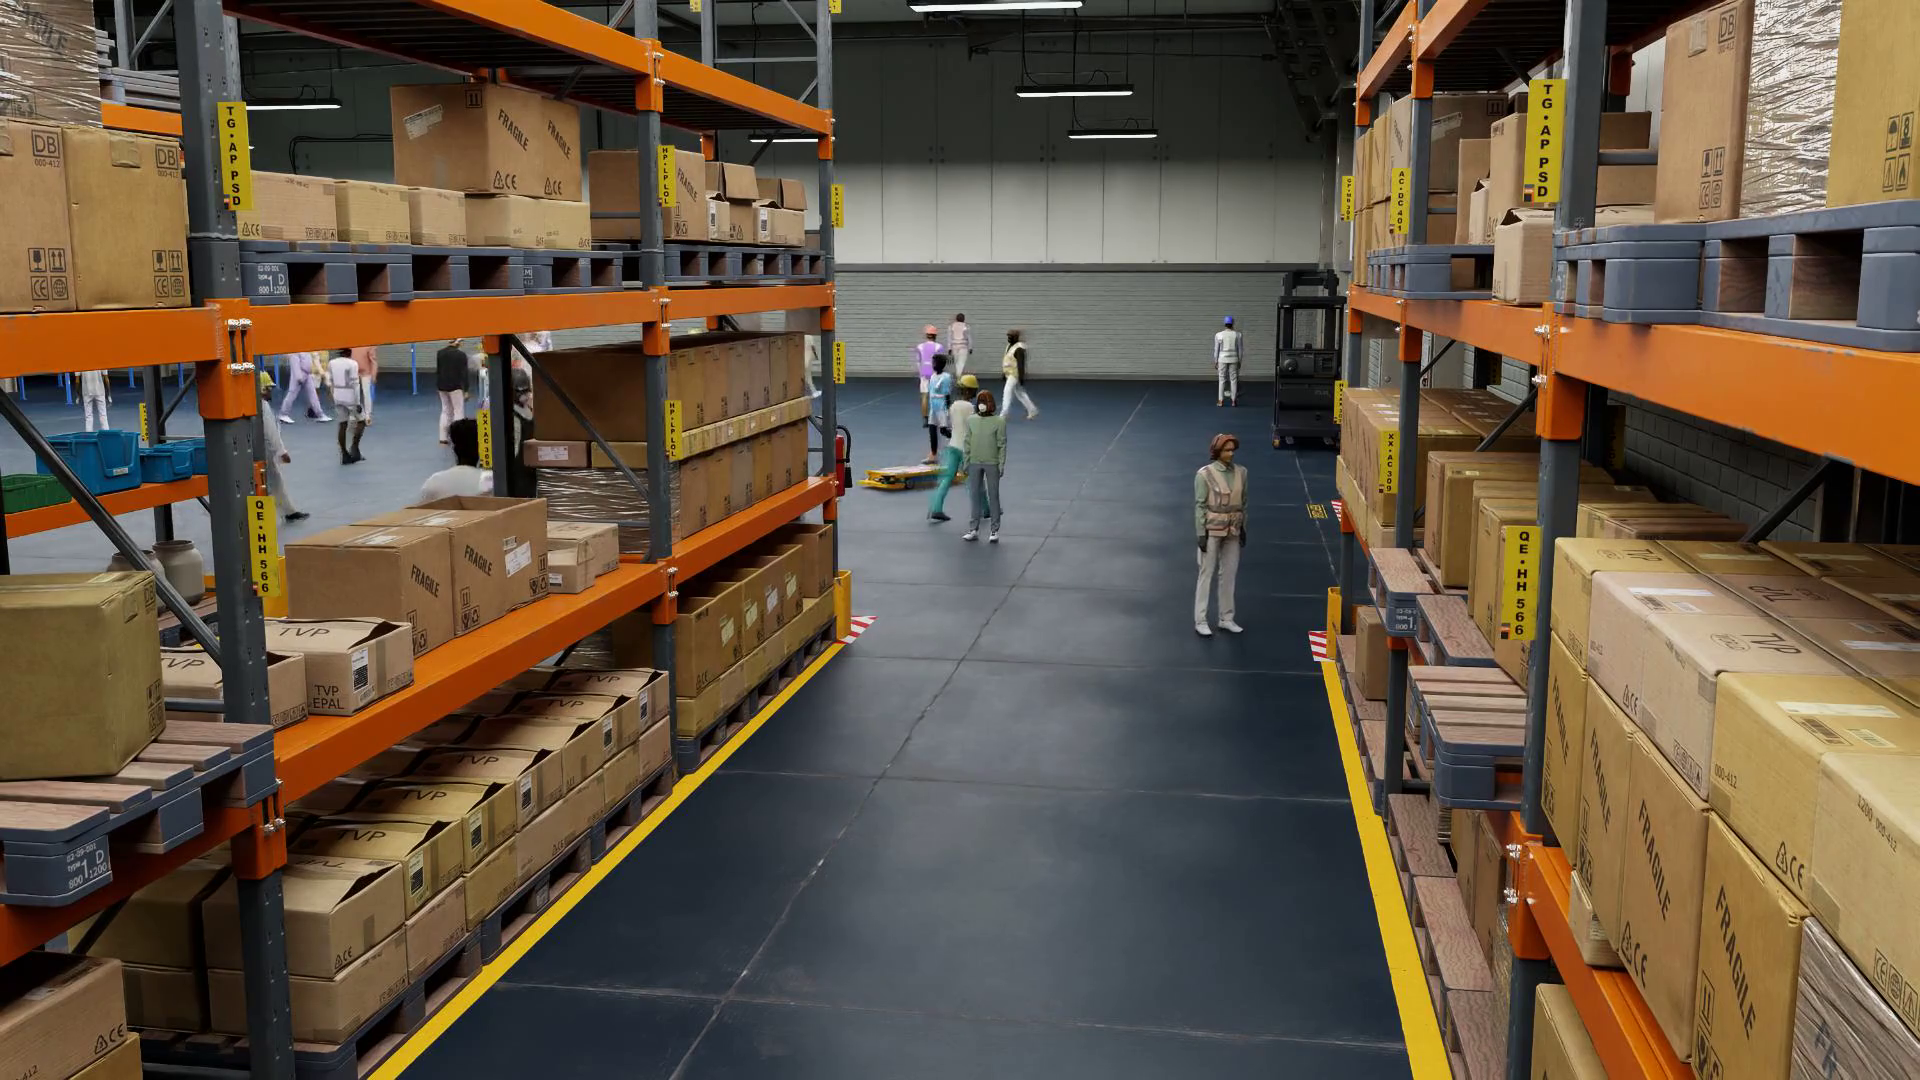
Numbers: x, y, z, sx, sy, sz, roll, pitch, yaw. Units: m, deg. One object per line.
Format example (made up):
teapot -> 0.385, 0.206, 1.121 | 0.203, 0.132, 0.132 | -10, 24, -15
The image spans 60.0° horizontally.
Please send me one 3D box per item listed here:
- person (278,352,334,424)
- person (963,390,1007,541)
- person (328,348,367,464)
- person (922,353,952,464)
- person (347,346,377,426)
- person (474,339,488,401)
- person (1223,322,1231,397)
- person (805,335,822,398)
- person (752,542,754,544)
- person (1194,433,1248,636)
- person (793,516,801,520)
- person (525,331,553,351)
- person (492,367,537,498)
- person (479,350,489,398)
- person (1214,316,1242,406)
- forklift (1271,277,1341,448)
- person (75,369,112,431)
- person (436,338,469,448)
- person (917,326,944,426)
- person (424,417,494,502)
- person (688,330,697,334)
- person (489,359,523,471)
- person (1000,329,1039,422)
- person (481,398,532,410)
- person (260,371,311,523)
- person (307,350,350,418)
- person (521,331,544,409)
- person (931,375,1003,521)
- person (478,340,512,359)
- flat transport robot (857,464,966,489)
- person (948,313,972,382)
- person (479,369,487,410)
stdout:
person -> -12.675, -3.172, 31.975 | 1.016, 1.859, 0.671 | 0, 9, 3
person -> 0.263, -0.813, 18.072 | 0.500, 1.636, 0.281 | 4, 10, 21
person -> -9.287, -2.131, 25.308 | 0.569, 1.924, 0.496 | 4, 10, 21
person -> -0.235, -2.002, 25.291 | 0.660, 1.680, 0.539 | -5, 10, -28
person -> -11.272, -3.099, 31.160 | 0.648, 1.959, 0.847 | -1, 9, -3
person -> -7.962, -2.528, 28.045 | 0.518, 1.839, 0.702 | 1, 9, 6
person -> 6.230, -4.215, 38.535 | 0.454, 1.804, 0.549 | -2, 9, -14
person -> -3.463, -4.107, 37.838 | 0.984, 1.818, 0.518 | -8, 12, -41
person -> -1.803, -0.364, 14.650 | 0.387, 1.849, 0.566 | 2, 9, 11
person -> 2.089, -0.046, 13.376 | 0.512, 1.629, 0.316 | -5, 11, -29
person -> -2.274, -1.152, 19.355 | 0.918, 1.895, 0.562 | -5, 10, -28
person -> -9.765, -4.290, 38.766 | 0.615, 1.873, 0.969 | -7, 12, -37
person -> -4.411, -0.701, 16.273 | 0.806, 2.000, 0.683 | 1, 9, 5
person -> -7.138, -2.105, 25.803 | 0.724, 1.712, 0.486 | -4, 10, -23
person -> 5.803, -3.875, 35.998 | 0.607, 1.948, 0.390 | 0, 9, 2
forklift -> 5.847, -3.016, 27.970 | 1.129, 2.768, 1.873 | 1, 9, 9
person -> -13.769, -2.281, 26.430 | 0.512, 1.865, 0.329 | -4, 10, -24
person -> -8.354, -2.501, 27.462 | 0.649, 1.966, 0.495 | 4, 10, 25
person -> -0.550, -3.106, 31.510 | 0.535, 1.865, 1.078 | 2, 9, 10
person -> -3.272, 0.154, 11.117 | 0.626, 1.955, 0.527 | 2, 9, 14
person -> -5.369, -3.395, 33.758 | 0.922, 1.719, 0.544 | -8, 12, -40
person -> -4.536, -0.855, 17.173 | 0.947, 2.005, 0.628 | -1, 9, -3
person -> 1.120, -3.214, 32.385 | 0.912, 1.807, 0.628 | -2, 9, -13
person -> -4.720, -0.868, 17.580 | 0.405, 1.911, 0.636 | 6, 11, 32
person -> -7.991, -1.037, 19.031 | 0.948, 1.786, 0.598 | -7, 11, -35
person -> -12.601, -3.341, 32.943 | 1.005, 1.868, 0.568 | 2, 9, 13
person -> -7.651, -2.878, 30.035 | 0.494, 1.888, 0.675 | -8, 12, -41
person -> 0.041, -1.084, 19.528 | 0.926, 1.706, 0.534 | -6, 11, -35
person -> -9.079, -3.270, 32.432 | 0.685, 1.892, 0.478 | 0, 9, -3
flat transport robot -> -0.657, -0.879, 22.814 | 1.431, 0.197, 0.652 | -8, 12, -42
person -> -0.002, -5.074, 43.835 | 0.635, 1.816, 0.865 | 3, 10, 18
person -> -7.483, -2.218, 26.860 | 0.530, 1.589, 0.884 | 1, 9, 6
